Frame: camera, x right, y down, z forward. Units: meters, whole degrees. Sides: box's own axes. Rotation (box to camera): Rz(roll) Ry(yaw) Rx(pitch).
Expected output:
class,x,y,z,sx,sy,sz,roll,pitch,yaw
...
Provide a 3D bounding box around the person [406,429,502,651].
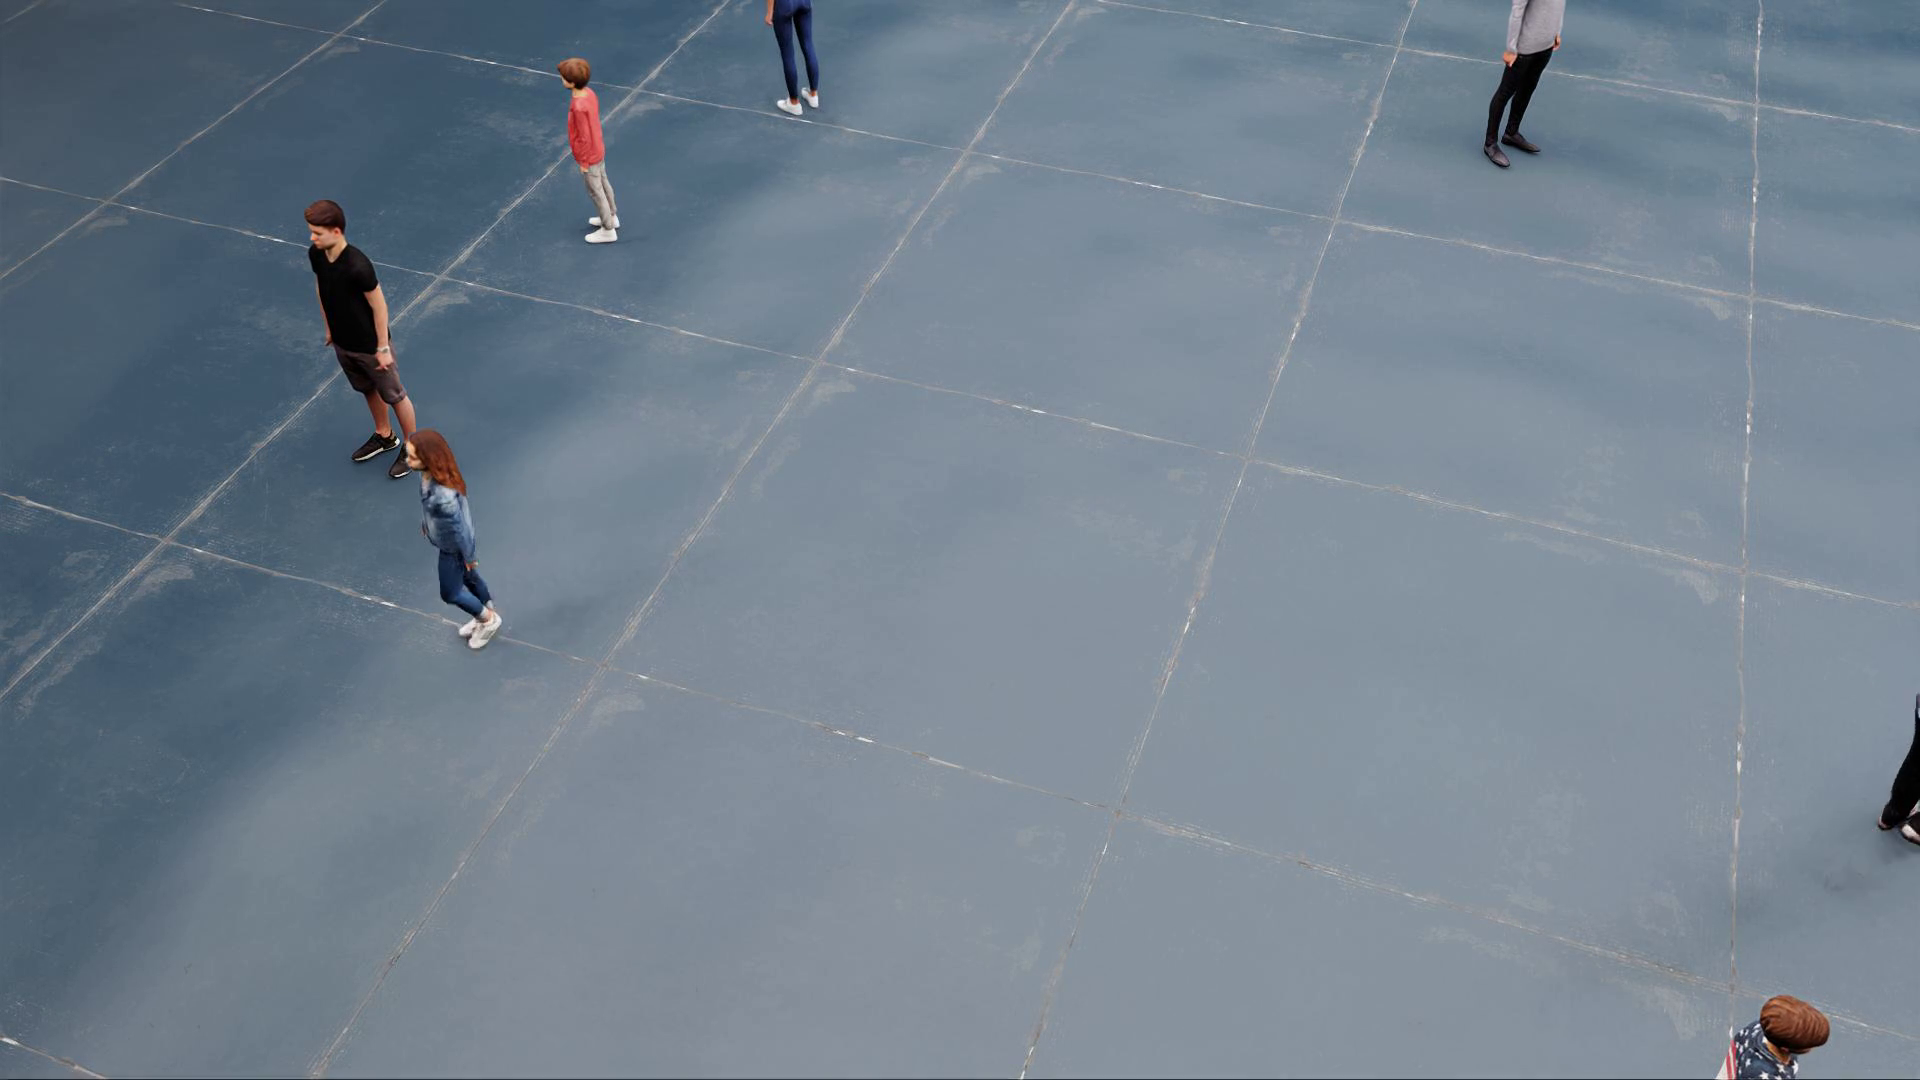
class,x,y,z,sx,sy,sz,roll,pitch,yaw
person,-2.684,-0.038,9.036,0.710,1.468,0.639,-21,47,-21

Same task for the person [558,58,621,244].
class,x,y,z,sx,sy,sz,roll,pitch,yaw
person,-2.677,-2.830,12.064,0.558,1.417,0.575,1,43,1

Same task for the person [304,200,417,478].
class,x,y,z,sx,sy,sz,roll,pitch,yaw
person,-3.600,-1.230,10.024,0.582,1.862,0.787,22,48,22

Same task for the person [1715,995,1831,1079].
class,x,y,z,sx,sy,sz,roll,pitch,yaw
person,3.097,2.254,6.604,0.513,1.439,0.537,9,44,9

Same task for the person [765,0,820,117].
class,x,y,z,sx,sy,sz,roll,pitch,yaw
person,-1.351,-4.283,13.359,0.670,1.774,0.682,-29,50,-27

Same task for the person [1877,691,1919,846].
class,x,y,z,sx,sy,sz,roll,pitch,yaw
person,4.742,0.908,7.936,0.862,1.588,0.793,-21,47,-21

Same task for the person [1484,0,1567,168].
class,x,y,z,sx,sy,sz,roll,pitch,yaw
person,4.396,-3.869,12.805,0.839,1.923,0.860,-25,48,-24
